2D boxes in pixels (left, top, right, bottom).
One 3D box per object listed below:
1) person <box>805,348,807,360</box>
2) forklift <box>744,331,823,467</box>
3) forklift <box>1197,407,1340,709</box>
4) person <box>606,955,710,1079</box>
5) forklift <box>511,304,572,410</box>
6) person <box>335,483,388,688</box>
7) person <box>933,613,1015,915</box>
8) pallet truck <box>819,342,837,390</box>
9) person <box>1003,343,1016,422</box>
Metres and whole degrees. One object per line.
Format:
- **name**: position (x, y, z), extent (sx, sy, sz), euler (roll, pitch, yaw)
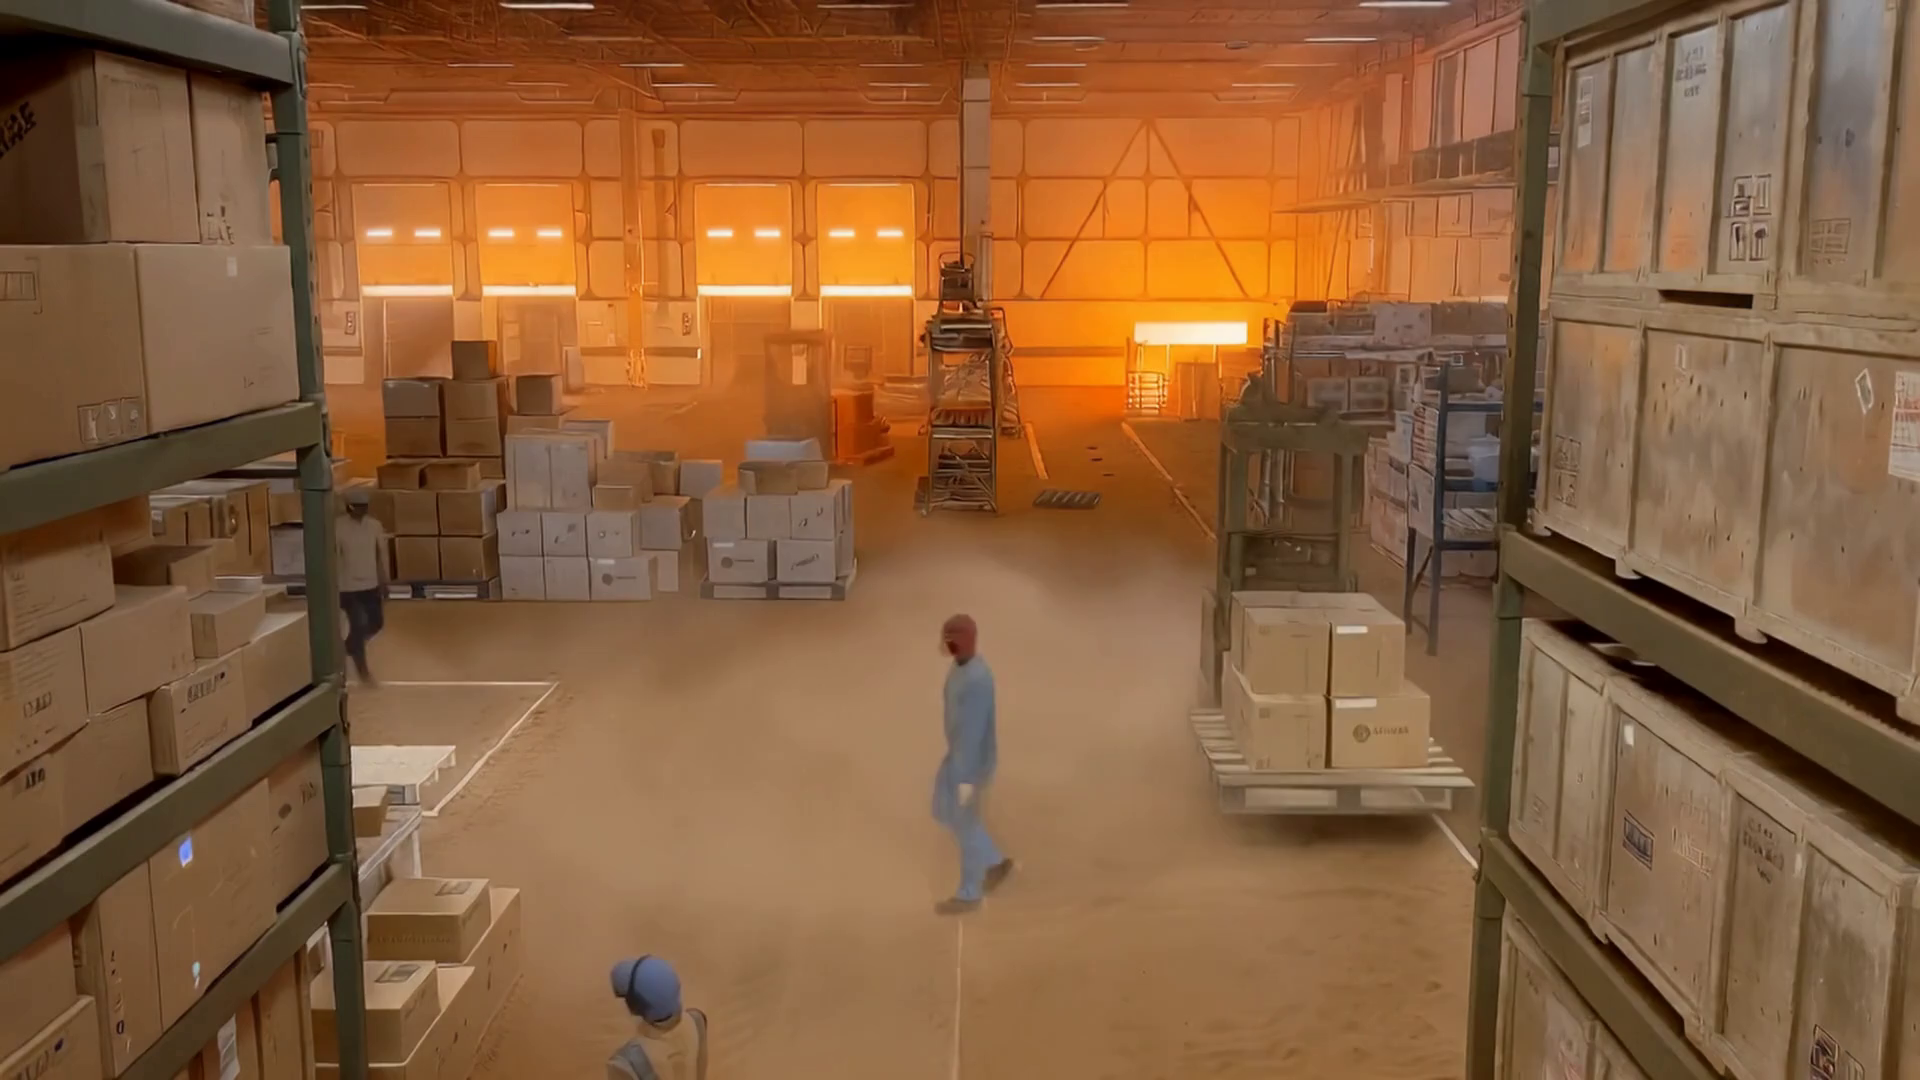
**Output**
- **person**: position (-4.357, -5.082, 48.638), extent (0.369, 1.627, 0.522), euler (-1, 10, -4)
- **forklift**: position (-2.803, -2.080, 27.700), extent (1.129, 2.768, 1.873), euler (3, 10, 15)
- **forklift**: position (2.693, 0.259, 14.208), extent (1.129, 2.768, 1.873), euler (0, 10, 1)
- **person**: position (-1.093, 2.291, 6.066), extent (0.308, 1.640, 0.511), euler (5, 11, 28)
- **forklift**: position (-10.724, -4.629, 42.411), extent (1.129, 2.768, 1.873), euler (0, 10, 1)
- **person**: position (-5.800, 0.417, 15.902), extent (0.625, 1.973, 0.630), euler (7, 12, 36)
- **person**: position (0.057, 1.401, 10.385), extent (0.458, 1.926, 0.639), euler (-2, 10, -11)
- **pallet truck**: position (-3.021, -4.312, 43.126), extent (1.885, 1.965, 0.823), euler (3, 10, 17)
- **person**: position (1.195, -3.851, 40.635), extent (0.379, 1.940, 0.629), euler (1, 10, 3)
